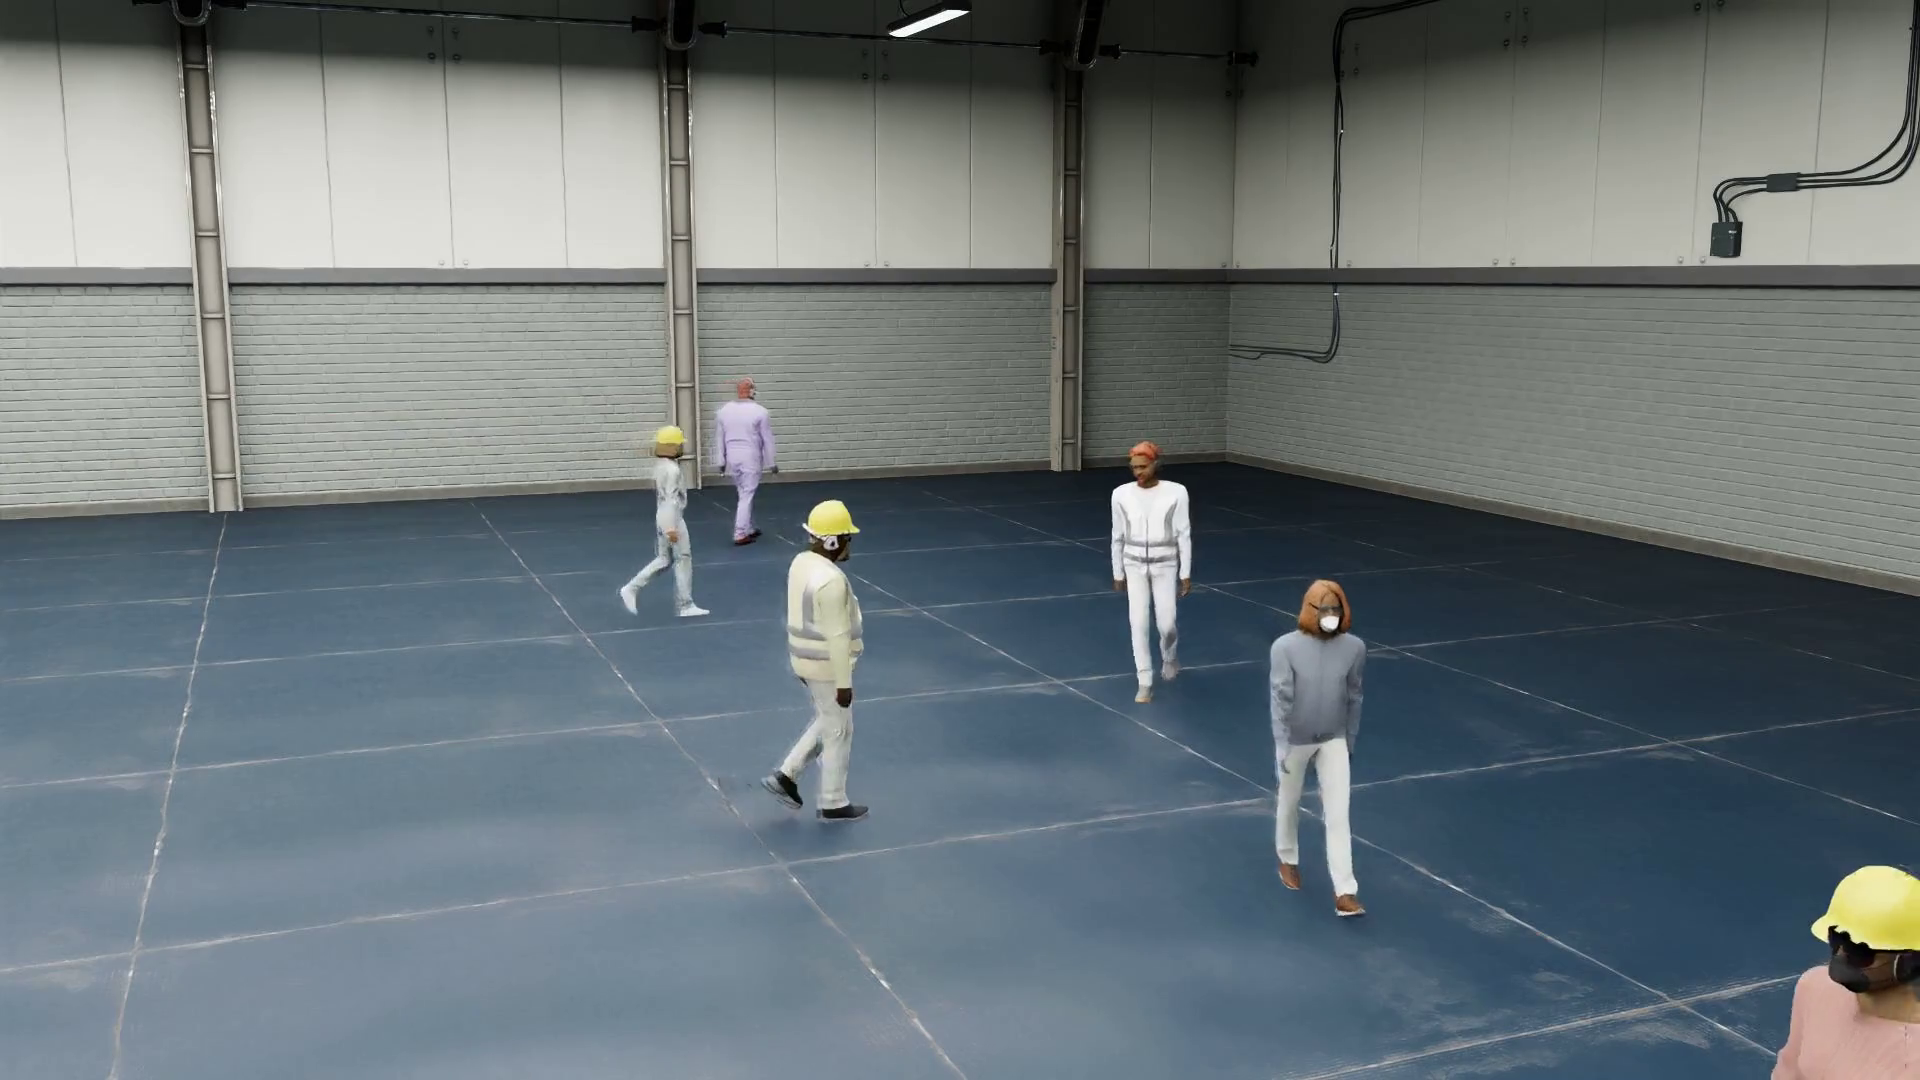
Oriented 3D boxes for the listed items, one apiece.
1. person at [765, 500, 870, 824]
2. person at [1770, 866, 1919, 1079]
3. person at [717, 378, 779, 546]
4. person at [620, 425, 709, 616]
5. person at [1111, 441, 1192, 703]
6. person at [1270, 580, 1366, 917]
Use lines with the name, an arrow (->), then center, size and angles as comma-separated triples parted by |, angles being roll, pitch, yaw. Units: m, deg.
person -> -0.764, 0.680, 9.141 | 0.470, 1.812, 0.609 | -4, 10, -24
person -> 2.142, 1.567, 3.845 | 0.864, 1.733, 0.518 | -1, 9, -6
person -> -2.351, -0.901, 18.883 | 0.665, 1.870, 0.862 | 4, 10, 25
person -> -2.625, -0.155, 14.697 | 0.708, 1.723, 0.489 | -4, 10, -24
person -> 1.374, 0.212, 11.918 | 0.594, 1.869, 0.525 | 3, 9, 16
person -> 1.717, 0.985, 7.950 | 0.498, 1.588, 0.863 | -1, 9, -5
